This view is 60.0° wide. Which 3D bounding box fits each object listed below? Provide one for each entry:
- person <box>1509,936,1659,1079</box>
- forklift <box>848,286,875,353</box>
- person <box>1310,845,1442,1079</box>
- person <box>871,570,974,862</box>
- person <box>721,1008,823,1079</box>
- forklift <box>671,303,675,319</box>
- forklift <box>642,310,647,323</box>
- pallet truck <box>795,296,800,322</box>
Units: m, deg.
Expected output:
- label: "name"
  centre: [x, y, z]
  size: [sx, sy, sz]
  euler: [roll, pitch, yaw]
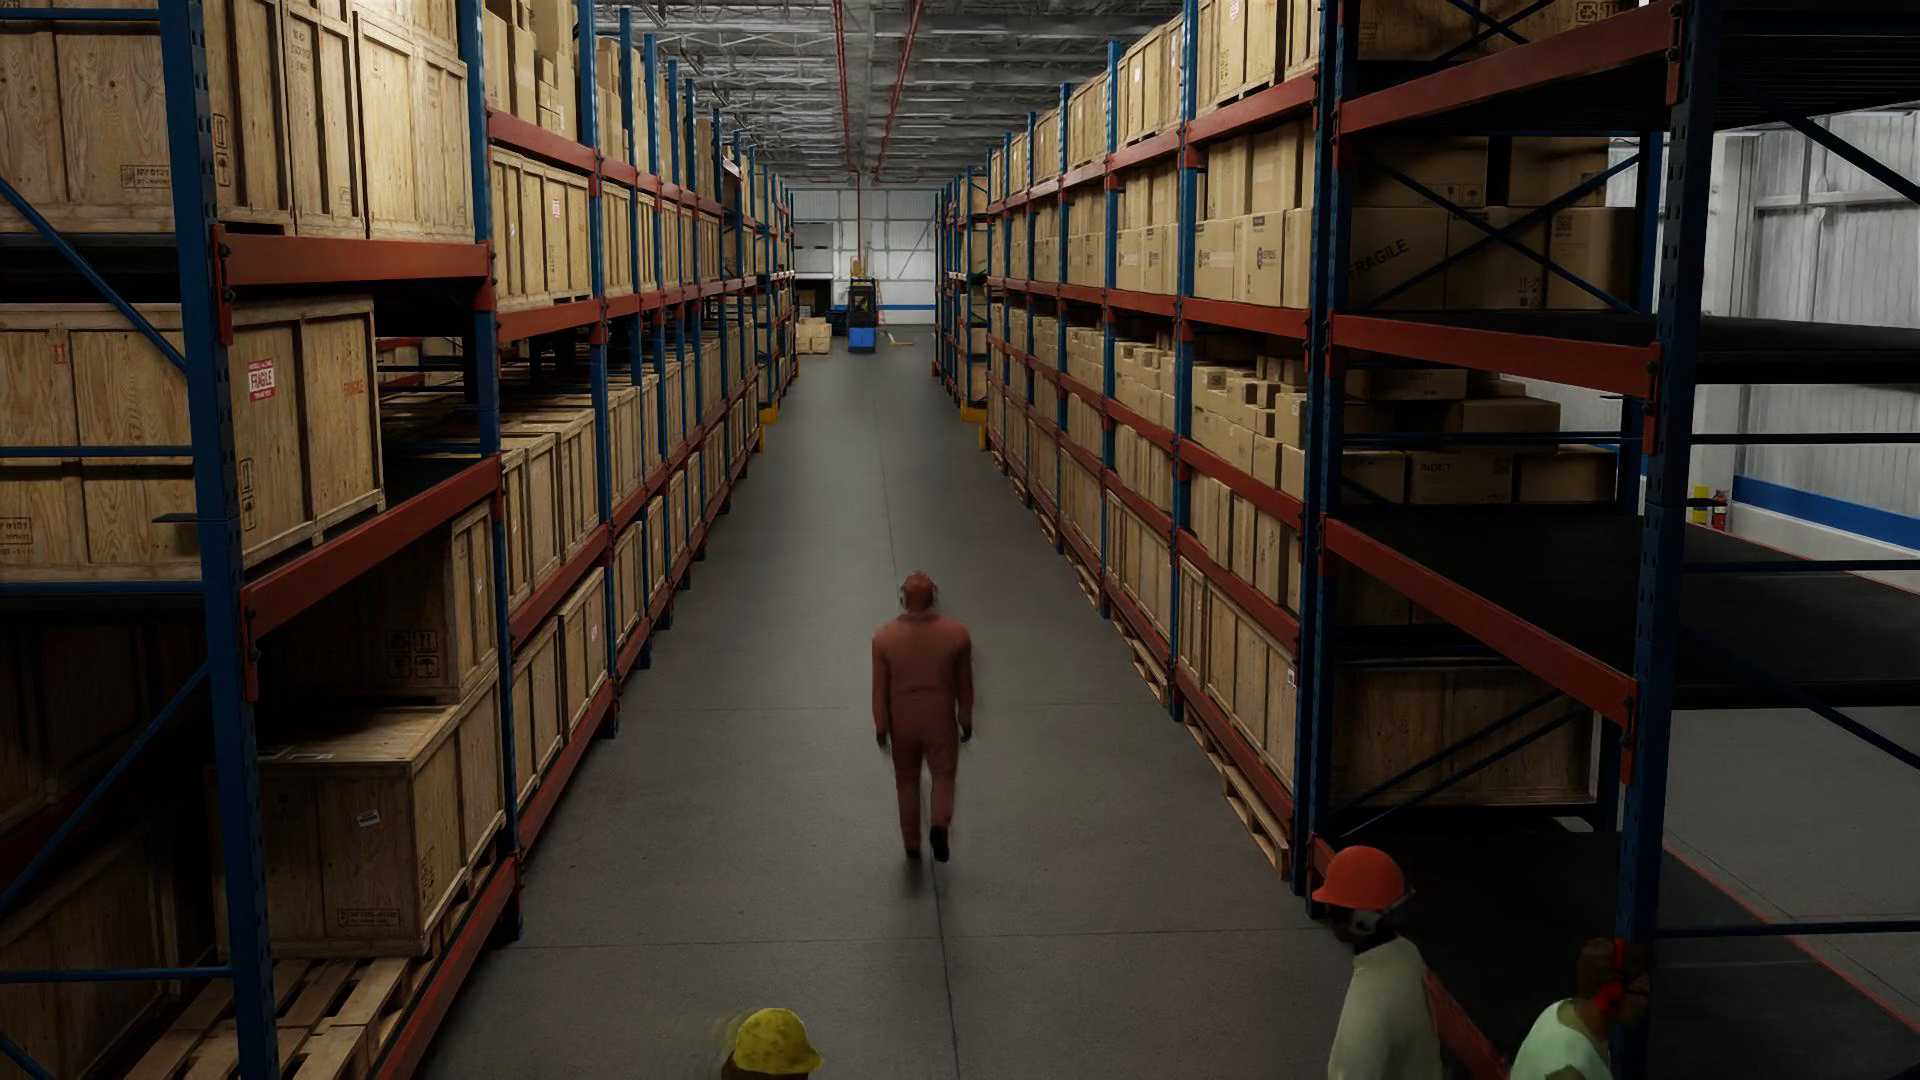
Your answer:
- label: "person"
  centre: [1.855, 2.099, 5.283]
  size: [1.001, 1.771, 0.564]
  euler: [2, 10, 14]
- label: "forklift"
  centre: [-4.131, -9.270, 69.840]
  size: [1.129, 2.768, 1.873]
  euler: [-1, 10, -3]
- label: "person"
  centre: [1.281, 1.963, 5.464]
  size: [0.762, 1.963, 0.631]
  euler: [3, 10, 17]
- label: "person"
  centre: [-0.241, 1.139, 10.599]
  size: [0.659, 1.893, 0.617]
  euler: [0, 10, -1]
- label: "person"
  centre: [-0.637, 2.179, 4.947]
  size: [0.832, 1.709, 0.515]
  euler: [0, 10, 1]
- label: "forklift"
  centre: [-9.939, -6.977, 56.144]
  size: [1.129, 2.768, 1.873]
  euler: [3, 10, 15]
- label: "forklift"
  centre: [-9.594, -5.723, 48.655]
  size: [1.129, 2.768, 1.873]
  euler: [-1, 10, -4]
- label: "pallet truck"
  centre: [-8.622, -12.439, 91.403]
  size: [1.885, 1.965, 0.823]
  euler: [2, 10, 13]
